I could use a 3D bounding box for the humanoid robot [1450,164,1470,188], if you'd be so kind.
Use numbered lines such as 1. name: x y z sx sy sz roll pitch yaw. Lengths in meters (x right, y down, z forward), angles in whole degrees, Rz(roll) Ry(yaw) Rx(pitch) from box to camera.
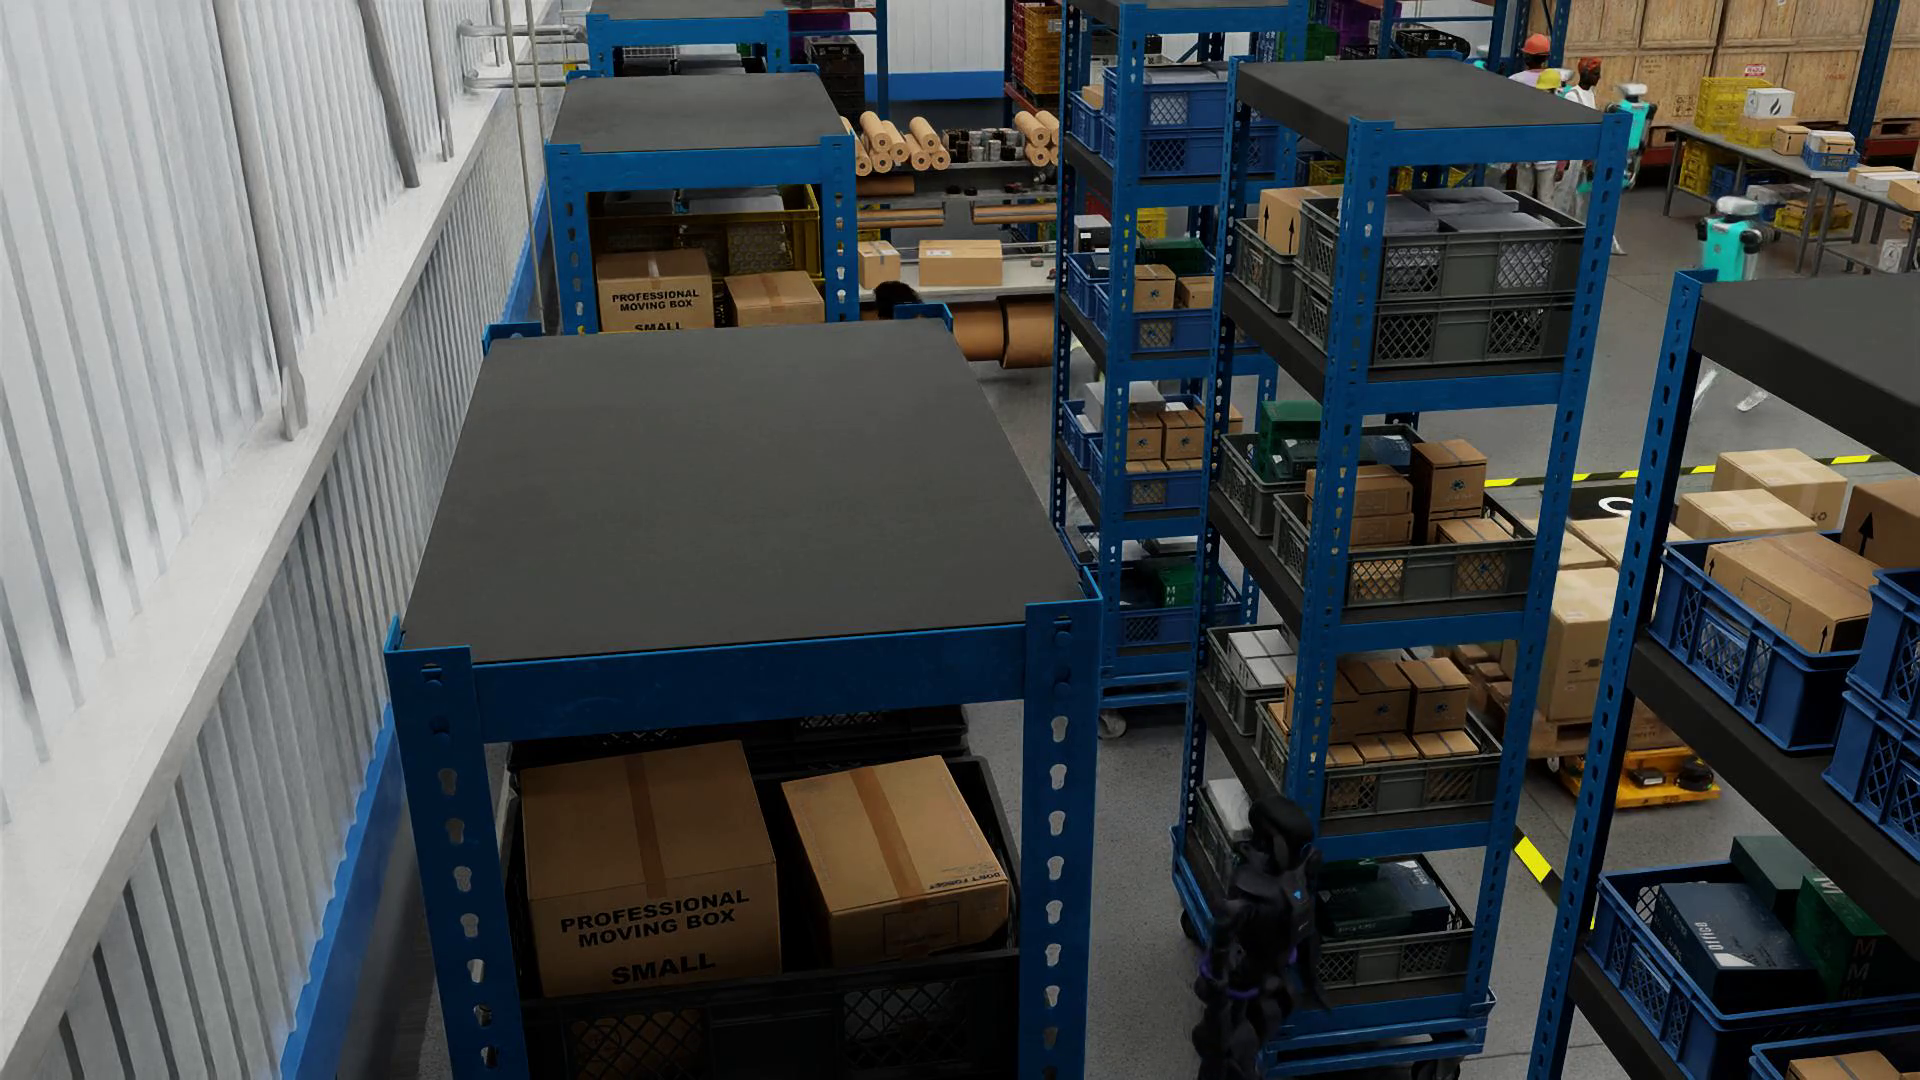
1. humanoid robot: 5.441 -4.153 17.670 0.715 1.635 0.598 18 30 34

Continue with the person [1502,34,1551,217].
1. person: 5.893 -4.216 17.338 0.606 2.048 0.366 -5 25 -10

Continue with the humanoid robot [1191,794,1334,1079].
1. humanoid robot: 0.974 1.500 5.404 0.775 1.626 0.599 23 33 40

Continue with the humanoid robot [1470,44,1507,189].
1. humanoid robot: 5.925 -4.485 18.366 0.553 1.838 0.866 -10 26 -20

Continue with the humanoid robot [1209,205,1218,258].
1. humanoid robot: 2.618 -3.660 16.653 0.601 1.646 0.793 -2 25 -5

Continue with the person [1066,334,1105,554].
1. person: 0.834 -0.632 9.792 0.430 1.840 0.625 11 27 22

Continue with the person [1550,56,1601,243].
1. person: 6.284 -3.991 17.052 0.339 1.877 0.572 19 31 36

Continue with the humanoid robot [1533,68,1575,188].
1. humanoid robot: 6.202 -4.059 17.413 0.556 1.791 0.852 13 28 26

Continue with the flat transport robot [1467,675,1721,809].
1. flat transport robot: 3.137 0.869 8.376 0.652 0.197 1.431 -4 25 -8

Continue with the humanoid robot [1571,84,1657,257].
1. humanoid robot: 6.435 -3.704 16.629 0.542 1.758 1.009 -7 26 -14

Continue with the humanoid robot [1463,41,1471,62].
1. humanoid robot: 5.762 -4.954 19.364 0.599 1.657 0.315 9 26 19

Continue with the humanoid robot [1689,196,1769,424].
1. humanoid robot: 5.784 -1.676 12.278 1.057 1.783 0.535 -11 27 -23

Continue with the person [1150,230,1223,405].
1. person: 1.472 -1.109 10.813 0.598 1.850 0.392 -3 25 -6

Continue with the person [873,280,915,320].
1. person: -0.363 -0.513 9.398 0.601 1.953 0.427 -7 26 -15

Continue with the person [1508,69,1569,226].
1. person: 5.794 -3.793 16.676 0.599 1.826 0.404 21 32 38
